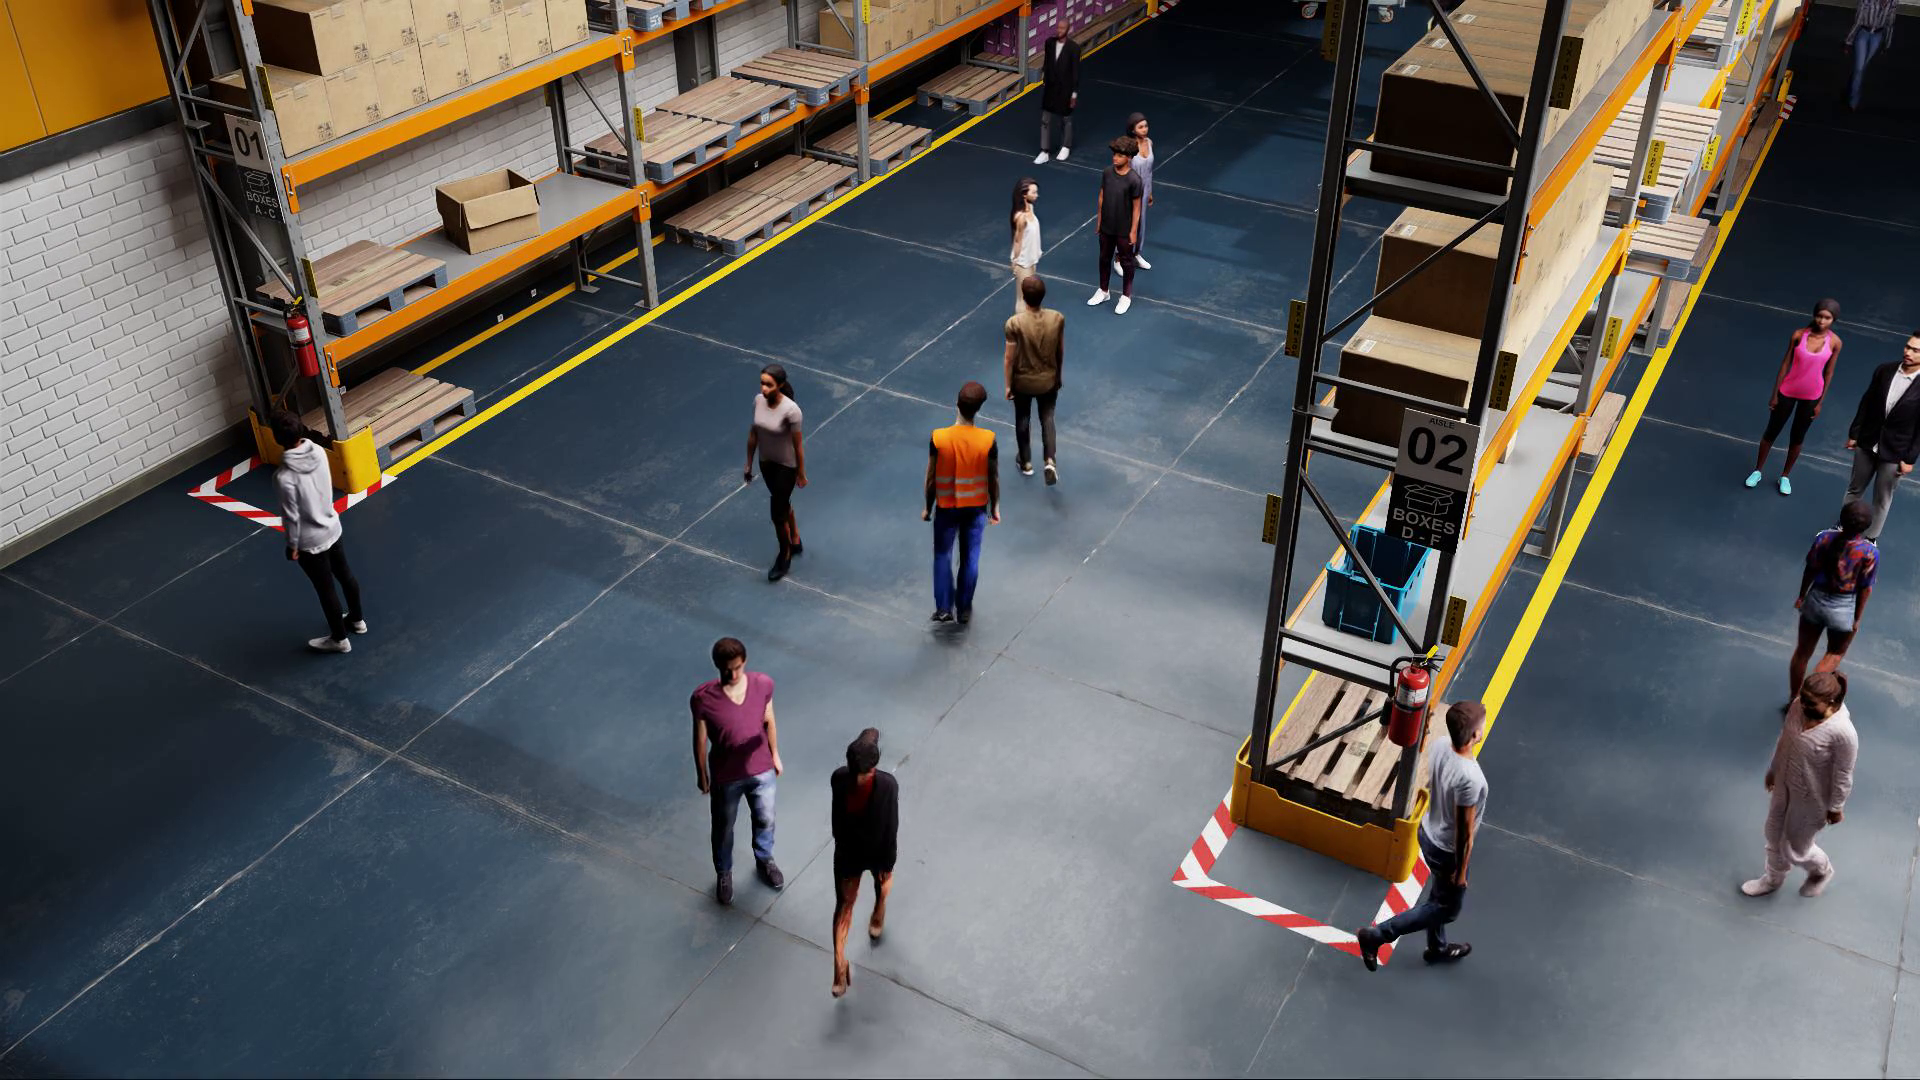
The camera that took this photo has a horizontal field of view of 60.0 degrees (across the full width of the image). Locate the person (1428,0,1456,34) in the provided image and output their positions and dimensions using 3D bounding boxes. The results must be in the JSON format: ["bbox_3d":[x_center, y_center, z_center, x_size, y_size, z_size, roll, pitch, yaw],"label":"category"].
[{"bbox_3d":[5.817,-5.788,20.475,1.131,1.766,0.932,-17,37,-24],"label":"person"}]

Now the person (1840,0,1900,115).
[{"bbox_3d":[11.636,-6.433,21.457,0.953,1.754,1.047,-2,34,-4],"label":"person"}]

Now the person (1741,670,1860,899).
[{"bbox_3d":[5.002,1.427,9.714,0.933,1.664,0.877,-8,35,-12],"label":"person"}]

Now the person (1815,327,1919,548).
[{"bbox_3d":[7.116,-0.767,12.754,0.774,1.950,0.797,-19,38,-26],"label":"person"}]

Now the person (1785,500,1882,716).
[{"bbox_3d":[5.725,0.512,11.026,0.782,1.734,0.690,-29,43,-36],"label":"person"}]

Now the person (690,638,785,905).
[{"bbox_3d":[-1.285,1.311,9.717,0.691,1.851,0.793,-13,36,-19],"label":"person"}]

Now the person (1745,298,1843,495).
[{"bbox_3d":[6.857,-1.188,13.593,0.556,1.723,0.560,15,37,22],"label":"person"}]

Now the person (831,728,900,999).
[{"bbox_3d":[-0.505,1.697,9.356,0.796,1.608,1.054,5,34,8],"label":"person"}]

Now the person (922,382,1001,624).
[{"bbox_3d":[0.007,-0.210,12.003,0.944,1.855,1.018,-5,34,-8],"label":"person"}]

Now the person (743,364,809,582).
[{"bbox_3d":[-1.322,-0.598,12.699,0.669,1.730,0.798,25,41,32],"label":"person"}]

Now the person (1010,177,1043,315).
[{"bbox_3d":[0.603,-2.679,15.899,0.678,1.653,0.624,-6,34,-9],"label":"person"}]

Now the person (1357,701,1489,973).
[{"bbox_3d":[2.619,1.674,9.178,1.047,1.844,1.028,-3,34,-4],"label":"person"}]

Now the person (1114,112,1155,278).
[{"bbox_3d":[1.810,-3.603,17.252,0.591,1.696,0.710,-23,40,-30],"label":"person"}]

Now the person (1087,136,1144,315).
[{"bbox_3d":[1.571,-3.147,16.485,0.655,1.784,0.612,23,40,31],"label":"person"}]

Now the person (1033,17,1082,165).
[{"bbox_3d":[1.247,-5.406,19.925,0.690,1.738,0.882,16,37,23],"label":"person"}]

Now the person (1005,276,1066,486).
[{"bbox_3d":[0.633,-1.265,13.606,1.021,1.838,1.119,-5,34,-8],"label":"person"}]

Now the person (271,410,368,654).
[{"bbox_3d":[-4.531,-0.069,11.722,0.803,1.931,0.643,8,34,11],"label":"person"}]
